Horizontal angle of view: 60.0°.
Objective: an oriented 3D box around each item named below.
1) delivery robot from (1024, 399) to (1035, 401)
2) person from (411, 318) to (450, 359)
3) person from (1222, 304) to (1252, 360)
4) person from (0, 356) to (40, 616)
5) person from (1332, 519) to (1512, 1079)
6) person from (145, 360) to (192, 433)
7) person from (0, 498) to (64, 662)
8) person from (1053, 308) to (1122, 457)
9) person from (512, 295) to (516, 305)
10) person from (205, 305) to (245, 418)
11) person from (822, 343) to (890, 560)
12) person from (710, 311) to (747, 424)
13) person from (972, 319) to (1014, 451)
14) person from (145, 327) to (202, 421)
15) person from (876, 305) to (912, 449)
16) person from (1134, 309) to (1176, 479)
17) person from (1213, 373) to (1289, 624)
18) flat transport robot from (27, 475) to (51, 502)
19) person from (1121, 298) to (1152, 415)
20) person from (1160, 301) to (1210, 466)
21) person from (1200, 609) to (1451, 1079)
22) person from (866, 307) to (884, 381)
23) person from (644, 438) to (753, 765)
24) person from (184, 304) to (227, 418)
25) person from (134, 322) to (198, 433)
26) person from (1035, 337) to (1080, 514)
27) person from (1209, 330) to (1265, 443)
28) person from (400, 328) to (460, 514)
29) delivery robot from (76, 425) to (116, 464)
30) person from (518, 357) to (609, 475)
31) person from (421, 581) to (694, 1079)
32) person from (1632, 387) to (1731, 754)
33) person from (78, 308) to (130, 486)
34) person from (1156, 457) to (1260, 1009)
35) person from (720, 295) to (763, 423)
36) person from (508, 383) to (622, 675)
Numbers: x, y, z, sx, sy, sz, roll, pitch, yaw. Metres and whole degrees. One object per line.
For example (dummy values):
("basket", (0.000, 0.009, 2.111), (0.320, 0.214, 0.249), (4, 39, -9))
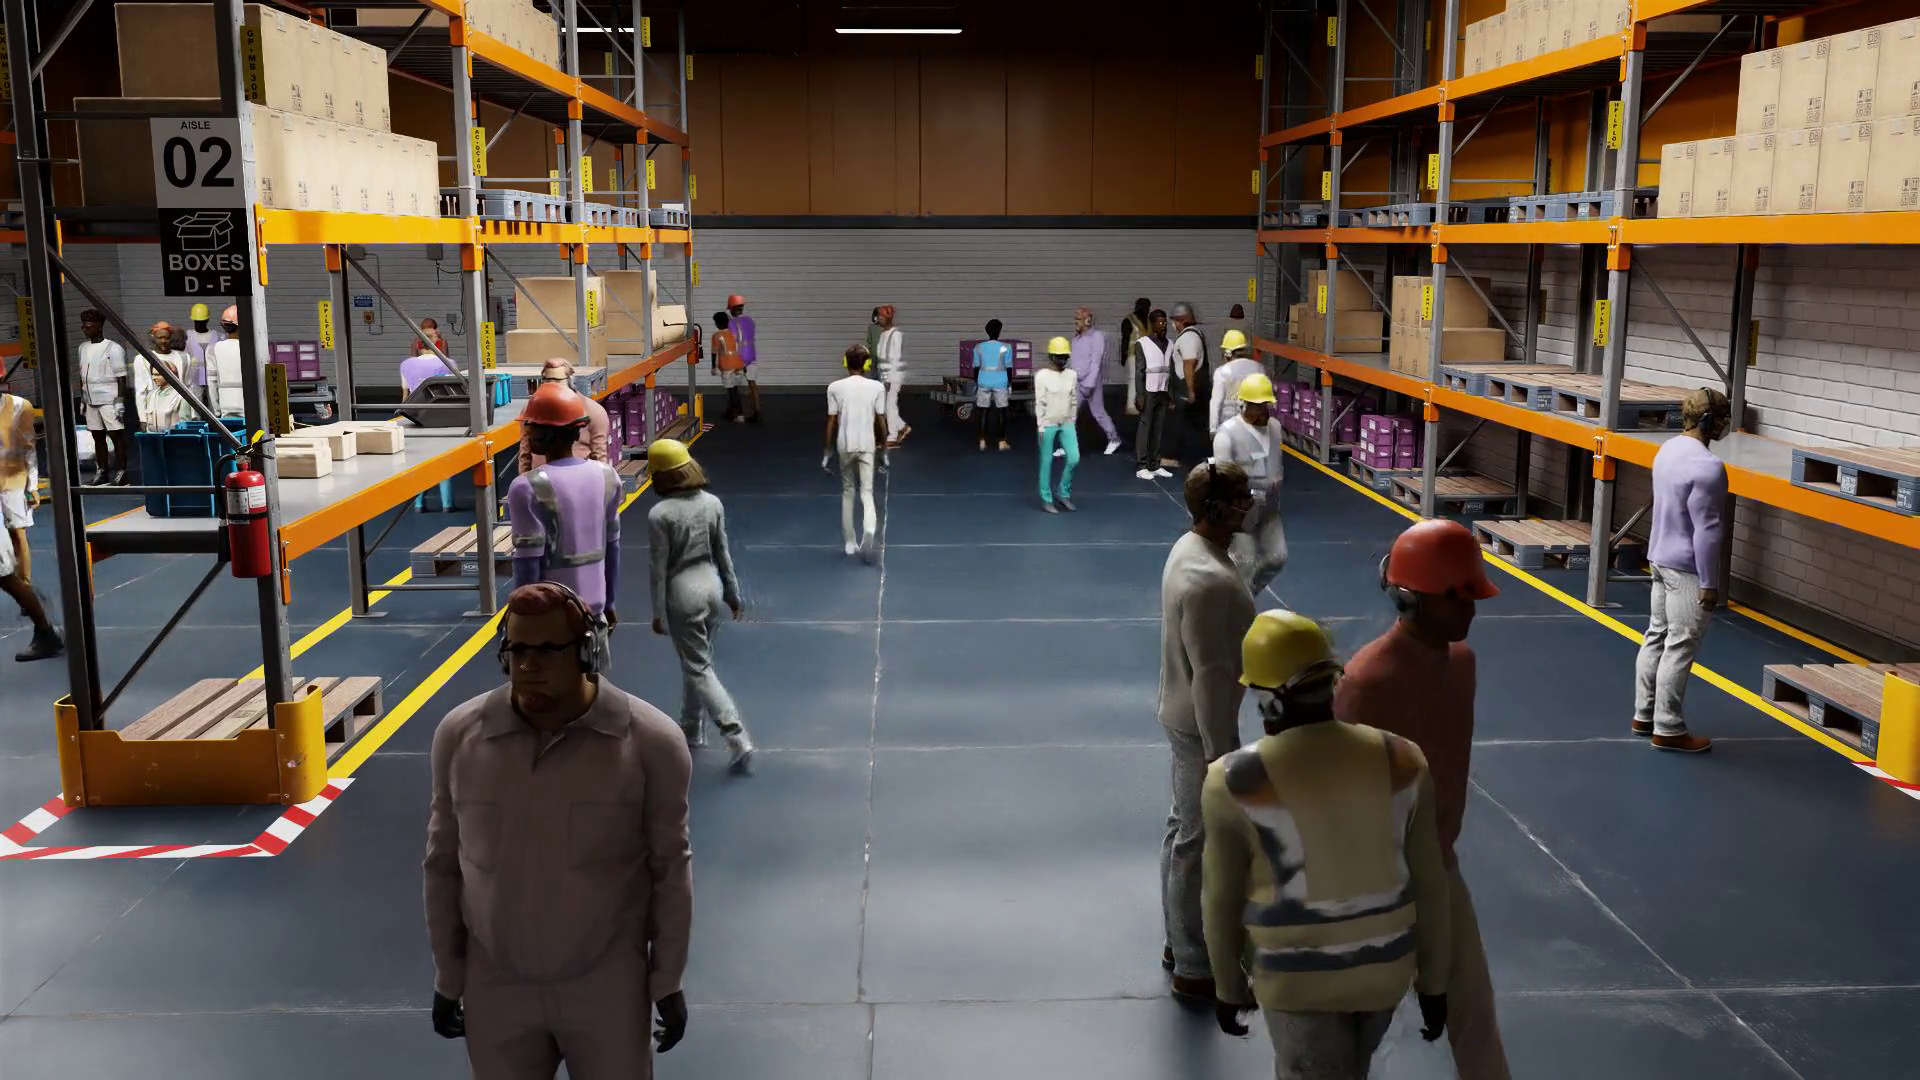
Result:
("delivery robot", (1.265, -2.376, 26.461), (0.477, 0.478, 0.707), (-10, 14, -44))
("person", (-7.228, -2.209, 22.769), (0.513, 1.641, 0.307), (-1, 10, -7))
("person", (4.675, -3.165, 28.110), (0.498, 1.634, 0.278), (1, 10, 6))
("person", (-6.864, -0.394, 11.857), (0.542, 1.928, 0.375), (-5, 11, -27))
("person", (1.286, 0.912, 4.528), (0.608, 1.940, 1.007), (-8, 13, -37))
("person", (-7.022, -0.779, 14.802), (0.512, 1.641, 0.307), (4, 11, 23))
("person", (-6.169, -0.107, 10.378), (0.545, 1.893, 0.992), (5, 11, 27))
("person", (1.615, -1.981, 20.869), (0.960, 1.870, 0.633), (-7, 13, -35))
("person", (-6.321, -2.669, 24.345), (0.394, 1.994, 0.612), (-5, 11, -27))
("person", (-7.253, -1.338, 16.797), (0.612, 2.043, 0.374), (1, 10, 7))
("person", (-0.883, -0.736, 14.070), (0.573, 1.831, 0.780), (0, 10, -1))
("person", (-3.429, -2.536, 24.513), (0.558, 1.653, 0.634), (-10, 14, -44))
("person", (0.430, -1.988, 21.380), (0.539, 1.695, 0.319), (3, 11, 17))
("person", (-8.098, -1.270, 17.097), (0.642, 1.813, 0.732), (2, 10, 9))
("person", (-0.886, -2.105, 21.570), (0.484, 1.870, 0.571), (-5, 11, -26))
("person", (2.208, -1.660, 18.932), (0.587, 1.920, 0.391), (-9, 13, -41))
("person", (1.971, -0.223, 11.227), (0.608, 1.811, 0.419), (-7, 12, -35))
("flat transport robot", (-9.755, -0.463, 16.859), (0.652, 0.197, 1.431), (3, 11, 18))
("person", (2.781, -2.882, 26.036), (0.639, 1.813, 0.607), (-9, 14, -41))
("person", (2.835, -1.877, 19.802), (0.887, 2.000, 0.720), (4, 11, 22))
("person", (0.876, 1.061, 4.195), (0.597, 1.770, 0.852), (-3, 11, -16))
("person", (-1.301, -2.952, 26.926), (0.507, 1.631, 0.272), (6, 12, 30))
("person", (-1.333, 0.323, 8.570), (0.801, 1.707, 0.538), (8, 13, 38))
("person", (-9.371, -1.967, 20.645), (0.584, 1.919, 0.382), (-6, 12, -32))
("person", (-7.992, -1.256, 16.779), (0.340, 1.881, 0.585), (8, 13, 39))
("person", (0.958, -1.120, 16.398), (0.524, 1.753, 0.454), (-5, 11, -27))
("person", (2.717, -1.158, 16.408), (0.619, 1.816, 0.426), (-6, 12, -29))
("person", (-5.212, -1.166, 16.429), (0.567, 1.837, 0.387), (-1, 10, -3))
("delivery robot", (-10.155, -1.090, 19.297), (0.707, 0.478, 0.477), (-2, 10, -13))
("person", (-2.745, -0.311, 11.488), (0.634, 1.900, 0.398), (1, 10, 5))
("person", (-0.956, 1.035, 3.952), (0.637, 1.911, 0.406), (0, 10, 0))
("person", (3.828, 0.156, 8.783), (0.358, 1.931, 0.628), (0, 10, 1))
("person", (-9.306, -1.522, 18.033), (0.613, 1.965, 0.361), (4, 11, 20))
("person", (0.884, 0.669, 5.904), (0.372, 1.940, 0.630), (0, 10, 2))
("person", (-3.278, -2.681, 24.715), (0.894, 1.883, 0.582), (8, 13, 37))
("person", (-1.825, 0.301, 7.656), (0.366, 2.046, 0.614), (7, 12, 34))
